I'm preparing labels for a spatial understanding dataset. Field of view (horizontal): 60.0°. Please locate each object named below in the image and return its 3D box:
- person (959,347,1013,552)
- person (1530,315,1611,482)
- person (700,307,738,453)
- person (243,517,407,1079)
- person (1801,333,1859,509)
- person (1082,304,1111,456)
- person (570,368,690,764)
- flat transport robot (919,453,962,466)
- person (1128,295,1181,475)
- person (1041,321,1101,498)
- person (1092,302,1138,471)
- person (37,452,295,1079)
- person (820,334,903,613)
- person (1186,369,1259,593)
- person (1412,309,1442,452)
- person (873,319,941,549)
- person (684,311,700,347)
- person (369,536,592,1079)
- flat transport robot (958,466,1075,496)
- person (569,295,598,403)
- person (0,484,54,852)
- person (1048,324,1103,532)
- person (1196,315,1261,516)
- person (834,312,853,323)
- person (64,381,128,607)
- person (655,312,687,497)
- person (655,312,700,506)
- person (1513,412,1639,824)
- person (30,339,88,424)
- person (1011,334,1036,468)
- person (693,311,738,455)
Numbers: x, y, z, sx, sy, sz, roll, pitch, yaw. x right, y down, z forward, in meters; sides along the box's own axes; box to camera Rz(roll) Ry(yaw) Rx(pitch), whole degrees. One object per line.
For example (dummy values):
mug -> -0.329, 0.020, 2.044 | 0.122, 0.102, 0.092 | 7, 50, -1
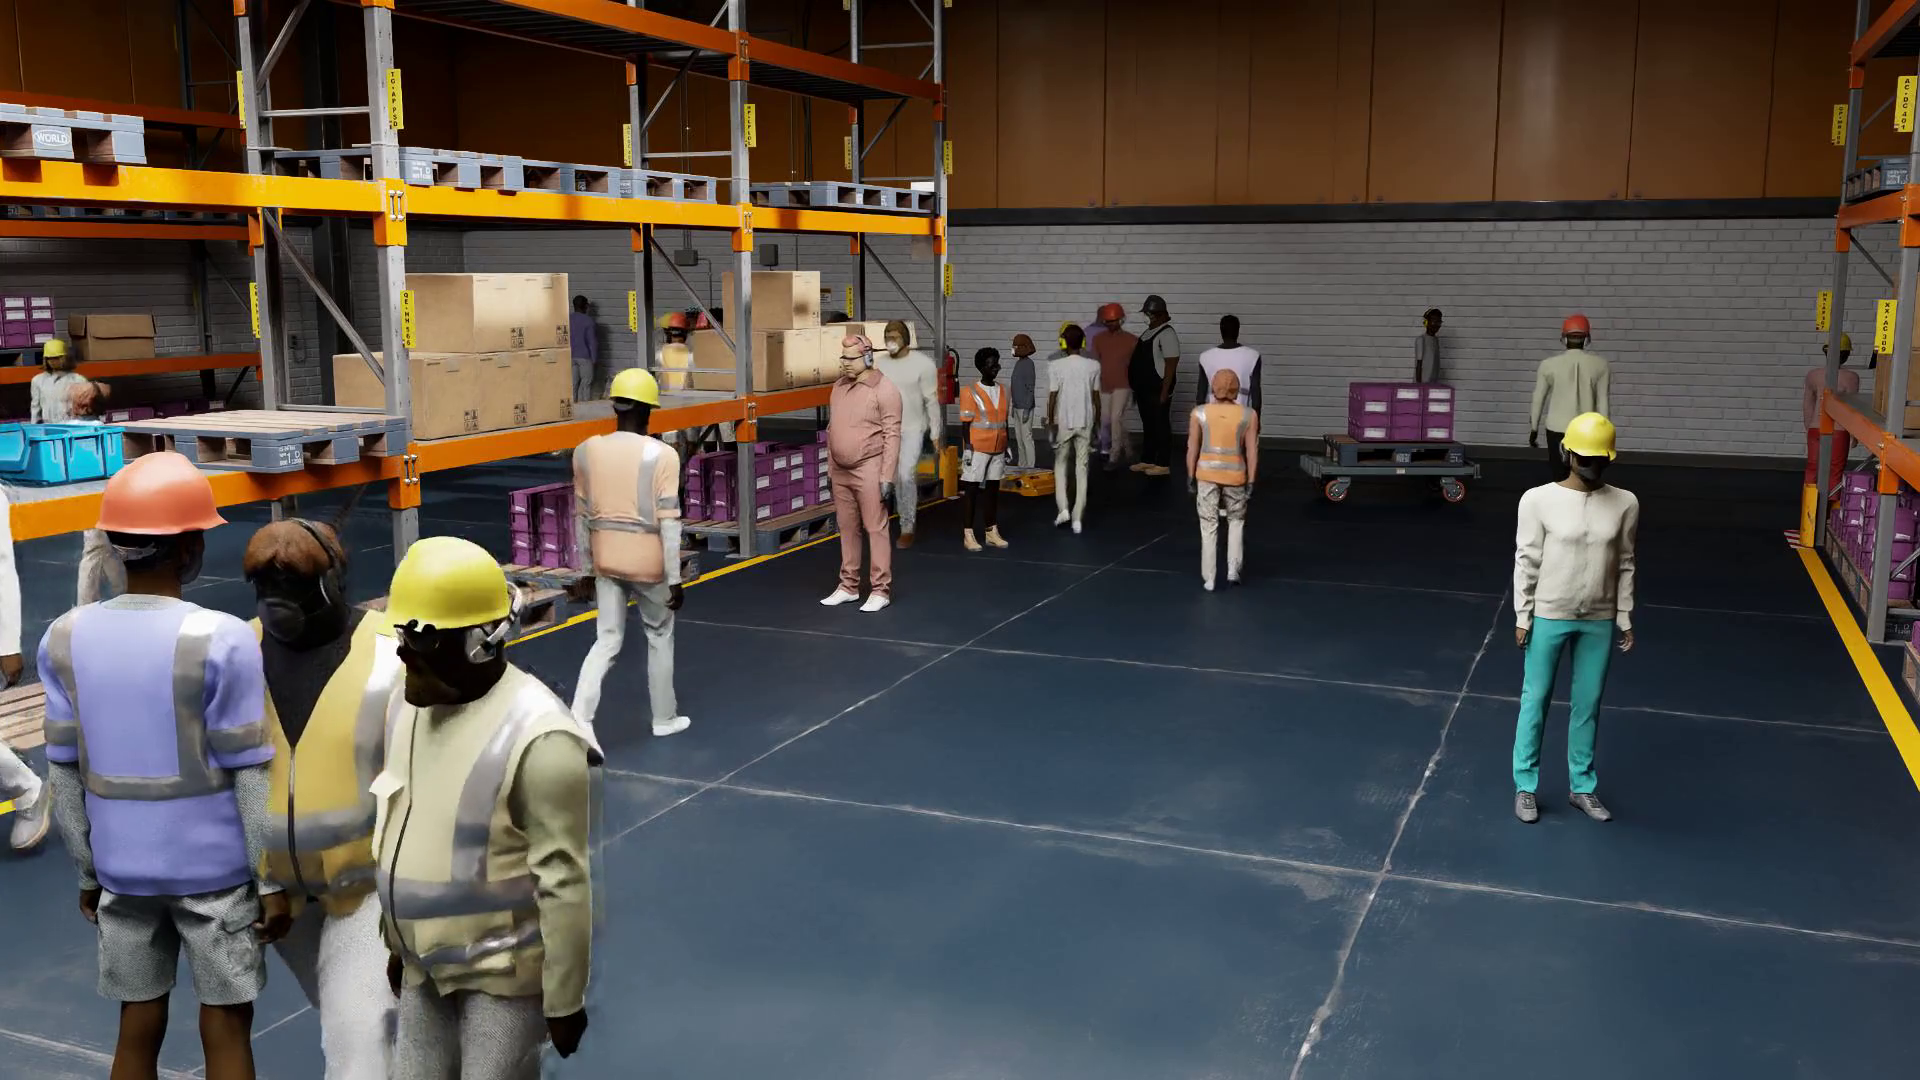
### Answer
person -> 0.218, -0.757, 13.866 | 0.530, 1.697, 0.321 | -7, 12, -38
person -> 5.292, -0.975, 14.455 | 0.633, 1.947, 1.016 | 2, 10, 11
person -> -2.369, -1.296, 16.319 | 0.607, 1.966, 0.367 | 4, 10, 23
person -> -1.542, 0.820, 4.067 | 0.638, 1.786, 0.987 | 1, 9, 3
person -> 7.888, -0.988, 15.060 | 0.308, 1.769, 0.525 | -5, 11, -29
person -> 1.748, -2.001, 20.848 | 0.402, 1.890, 0.689 | -9, 13, -42
person -> -1.636, 0.115, 8.056 | 0.589, 1.884, 0.899 | 3, 10, 18
flat transport robot -> -0.453, -0.833, 18.640 | 0.652, 0.197, 1.431 | -7, 12, -37
person -> 2.174, -1.762, 18.920 | 0.538, 2.000, 0.688 | -3, 10, -20
person -> 1.115, -1.324, 16.952 | 0.631, 1.808, 0.439 | -3, 10, -18
person -> 1.847, -1.803, 19.456 | 0.616, 1.959, 0.781 | 6, 11, 33
person -> -1.851, 0.757, 3.963 | 0.552, 1.937, 0.356 | 1, 9, 8
person -> -0.698, -0.458, 11.442 | 0.638, 1.903, 0.408 | 8, 12, 40
person -> 1.912, -0.436, 12.166 | 0.526, 1.619, 0.590 | 2, 10, 10
person -> 5.521, -1.786, 19.618 | 0.335, 1.860, 0.520 | 7, 12, 38
person -> -0.529, -0.874, 13.903 | 0.659, 1.914, 0.712 | 4, 10, 25
person -> -3.082, -1.726, 19.307 | 0.526, 1.833, 0.840 | 8, 12, 39
person -> -1.002, 0.876, 3.616 | 0.599, 1.813, 0.514 | 8, 12, 40
flat transport robot -> 0.450, -0.645, 17.499 | 1.431, 0.197, 0.652 | 8, 12, 40
person -> -5.658, -2.678, 24.785 | 0.628, 1.936, 0.375 | 4, 10, 25
person -> -3.860, 0.385, 6.408 | 0.598, 1.872, 0.474 | 3, 10, 17
person -> 1.036, -1.001, 14.897 | 0.527, 1.843, 0.574 | 0, 9, -2
person -> 2.567, -1.197, 15.910 | 0.616, 1.895, 0.684 | 2, 10, 11
person -> -1.502, -1.913, 20.561 | 0.523, 1.813, 0.886 | 9, 13, 43
person -> -5.614, -0.240, 11.004 | 0.539, 1.608, 0.775 | 5, 11, 28
person -> -2.951, -1.347, 16.815 | 0.704, 1.908, 0.591 | -8, 13, -42
person -> -2.789, -1.299, 16.517 | 0.536, 1.906, 0.590 | -1, 9, -4
person -> 2.612, 0.334, 7.070 | 0.522, 1.761, 0.321 | 0, 9, -2
person -> -8.262, -1.008, 15.355 | 0.489, 1.714, 0.842 | -1, 9, -4
person -> 0.670, -1.411, 18.022 | 0.286, 1.633, 0.499 | -3, 10, -16
person -> -2.664, -1.568, 18.229 | 0.966, 1.895, 0.541 | -2, 10, -13
